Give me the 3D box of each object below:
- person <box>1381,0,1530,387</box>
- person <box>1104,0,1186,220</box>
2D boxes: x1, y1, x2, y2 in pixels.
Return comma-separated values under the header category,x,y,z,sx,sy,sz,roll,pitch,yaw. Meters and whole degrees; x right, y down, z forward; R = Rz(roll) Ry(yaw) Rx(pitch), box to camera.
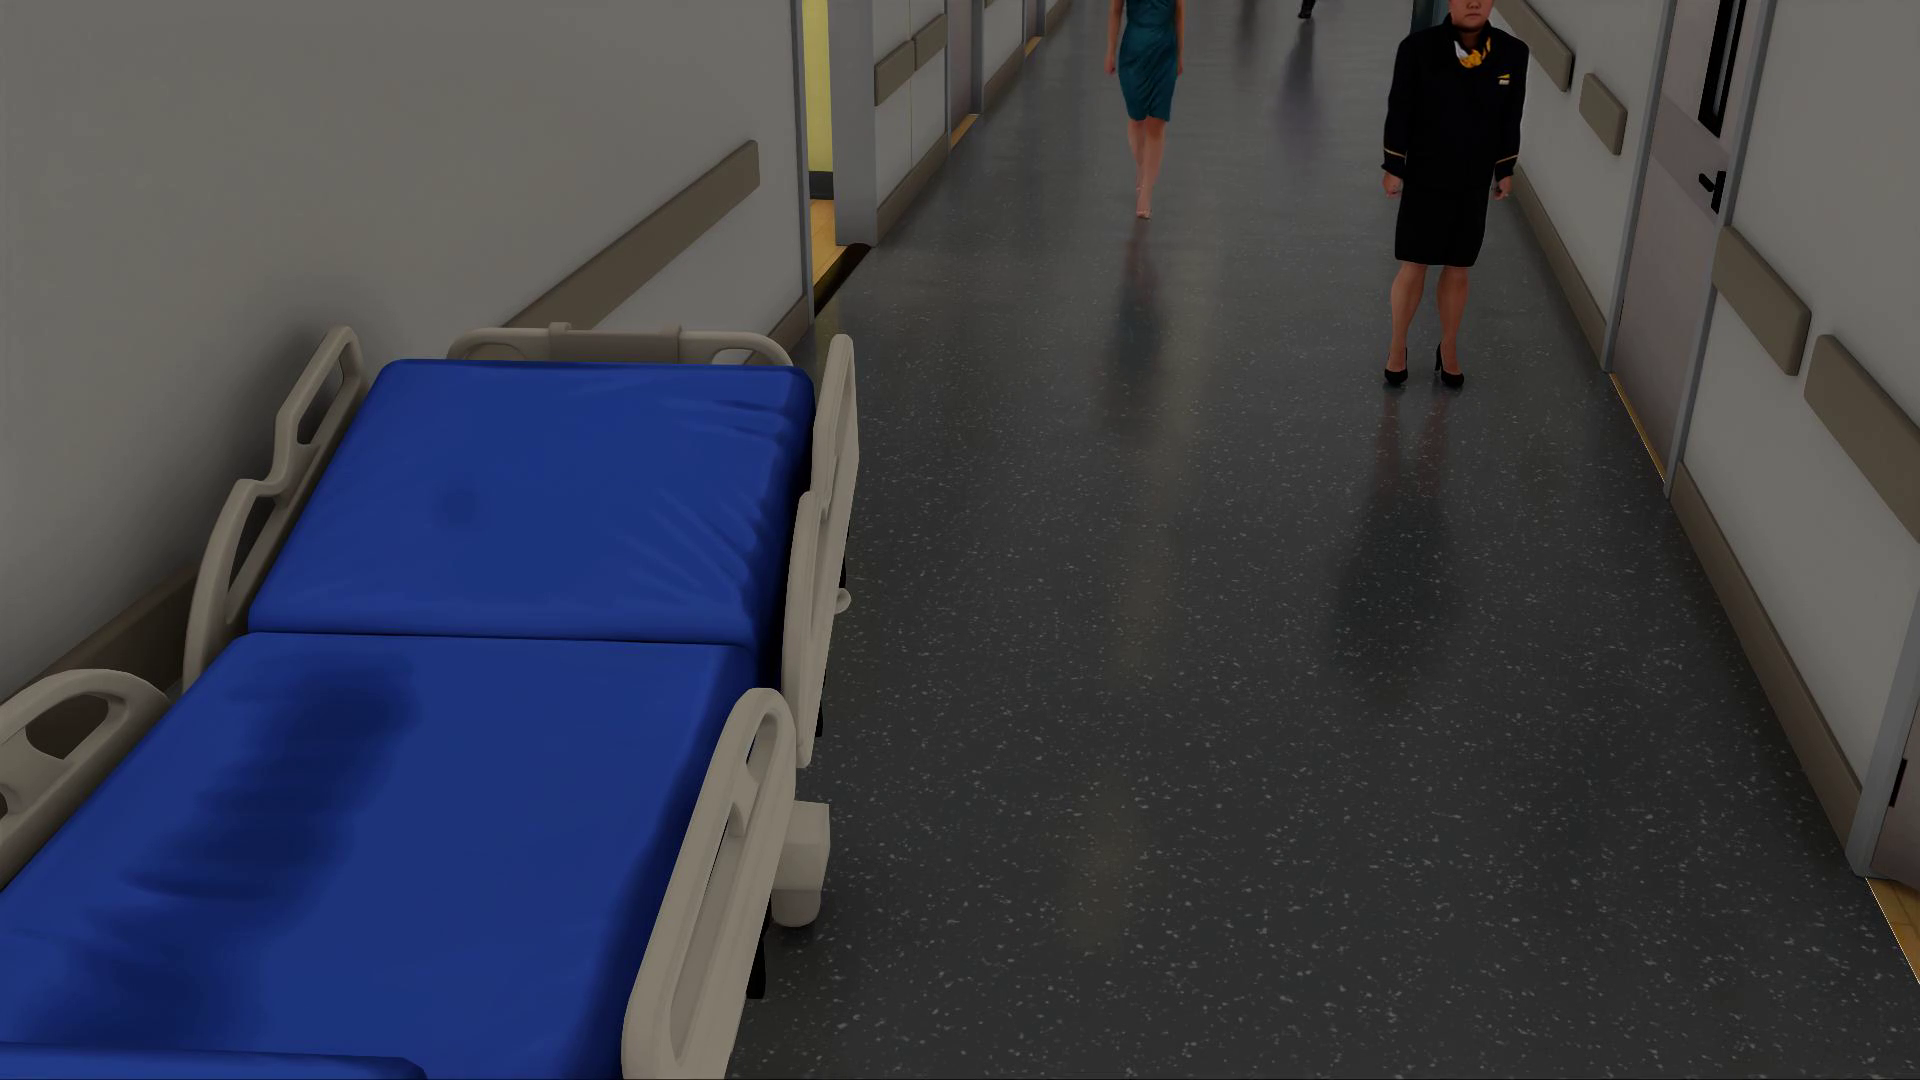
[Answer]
category,x,y,z,sx,sy,sz,roll,pitch,yaw
person,1.944,-1.439,6.621,0.578,1.671,0.763,2,26,5
person,1.024,-2.603,9.094,0.982,1.620,0.660,3,26,7
